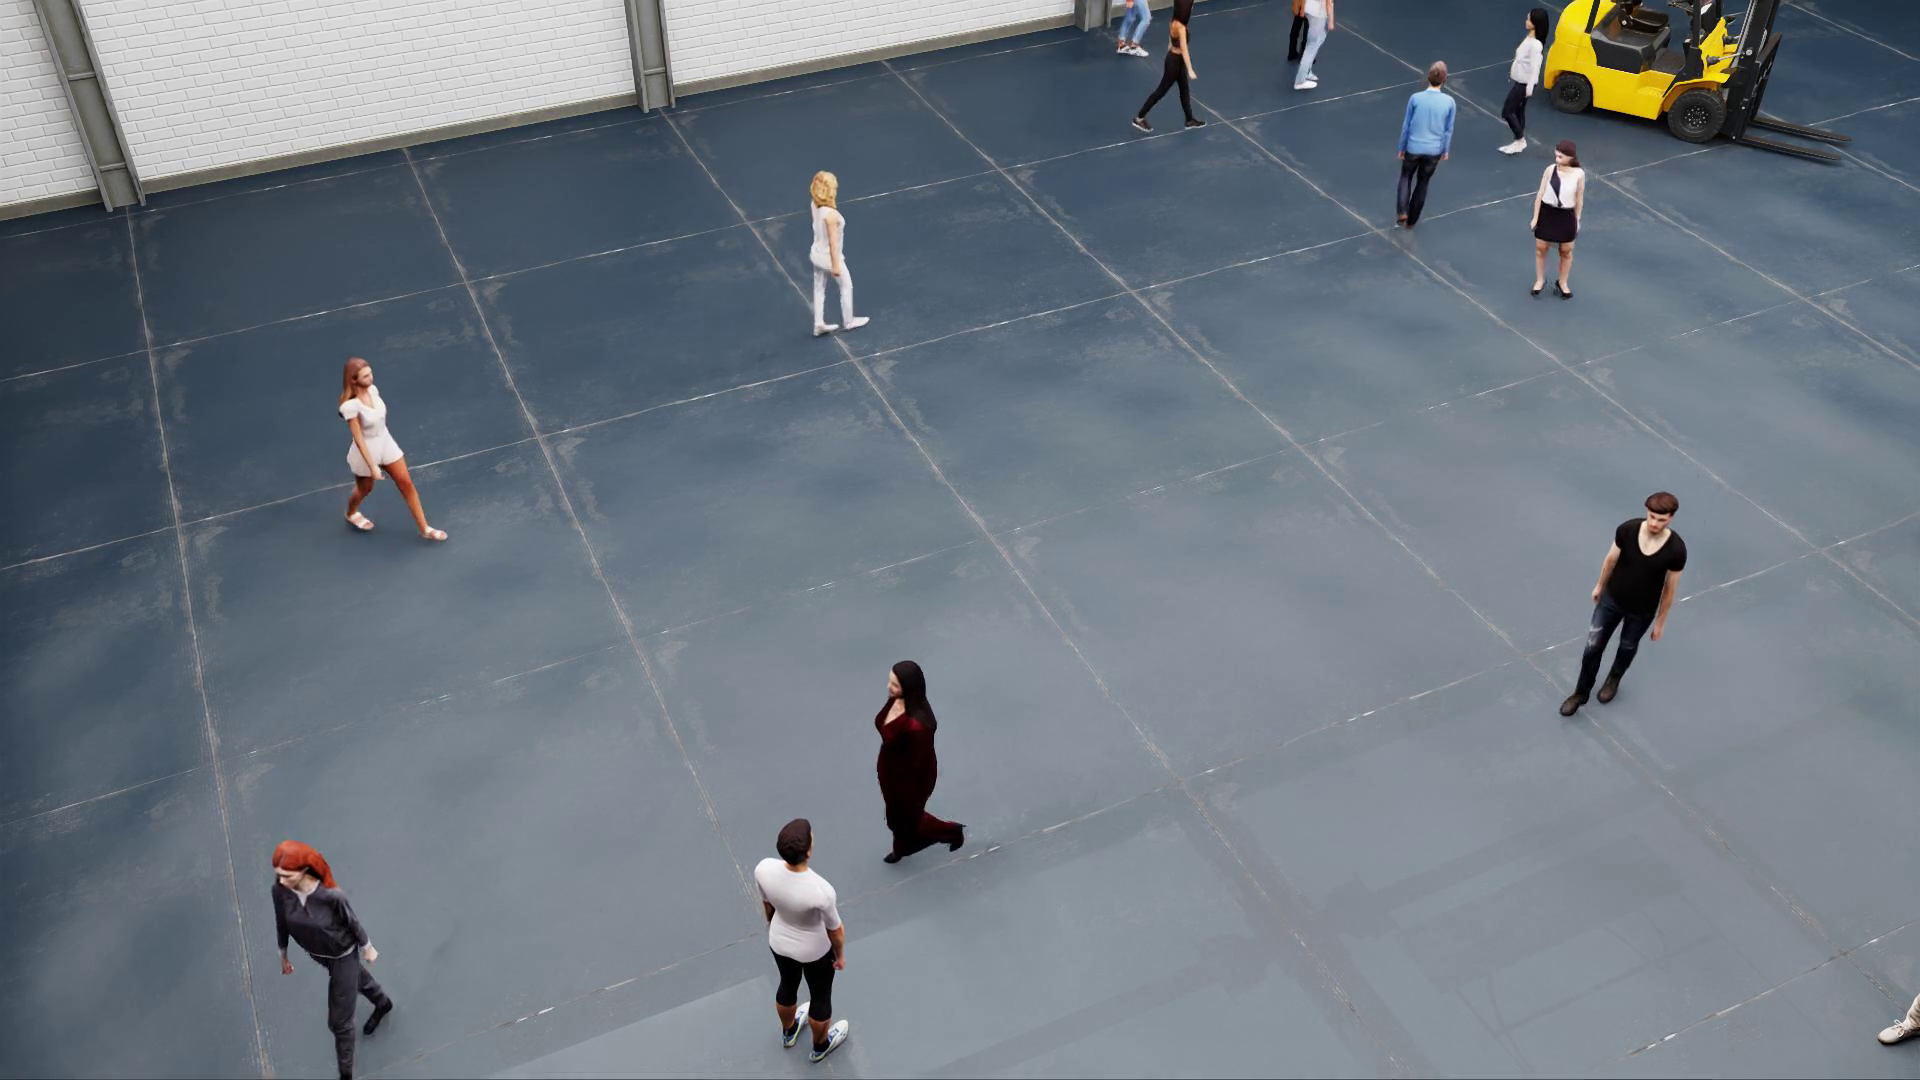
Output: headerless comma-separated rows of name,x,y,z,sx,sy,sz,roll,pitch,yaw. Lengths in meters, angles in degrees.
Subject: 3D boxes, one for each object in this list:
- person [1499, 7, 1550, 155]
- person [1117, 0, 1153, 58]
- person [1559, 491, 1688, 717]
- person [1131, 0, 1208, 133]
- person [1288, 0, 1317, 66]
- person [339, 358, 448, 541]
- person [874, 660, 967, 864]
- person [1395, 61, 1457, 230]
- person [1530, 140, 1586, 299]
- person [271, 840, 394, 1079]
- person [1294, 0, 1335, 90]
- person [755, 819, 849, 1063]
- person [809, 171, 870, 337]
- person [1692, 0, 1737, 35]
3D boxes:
person,6.391,-5.105,18.582,0.767,1.694,0.734,7,39,8
person,2.116,-6.832,20.809,0.809,1.612,0.779,2,39,2
person,4.705,0.376,11.575,0.934,1.873,1.041,26,45,28
person,2.366,-5.416,19.042,1.173,1.605,0.886,1,39,1
person,4.329,-6.782,20.660,0.650,1.720,0.736,-24,44,-27
person,-4.688,-0.688,13.082,1.123,1.655,1.101,15,41,18
person,-0.243,1.406,10.387,0.789,1.746,0.689,-13,40,-16
person,4.769,-4.014,17.127,0.863,1.804,0.923,13,40,15
person,5.821,-3.091,16.114,0.729,1.625,0.785,6,39,7
person,-3.476,2.243,9.341,1.052,1.742,1.076,10,40,12
person,4.189,-6.297,19.959,0.687,1.836,0.716,-10,40,-13
person,-0.889,2.236,9.266,0.738,1.848,0.783,15,41,18
person,-1.311,-2.638,15.524,0.819,1.654,0.684,-22,44,-25
person,9.692,-7.307,21.225,1.041,1.837,0.777,-11,40,-14
